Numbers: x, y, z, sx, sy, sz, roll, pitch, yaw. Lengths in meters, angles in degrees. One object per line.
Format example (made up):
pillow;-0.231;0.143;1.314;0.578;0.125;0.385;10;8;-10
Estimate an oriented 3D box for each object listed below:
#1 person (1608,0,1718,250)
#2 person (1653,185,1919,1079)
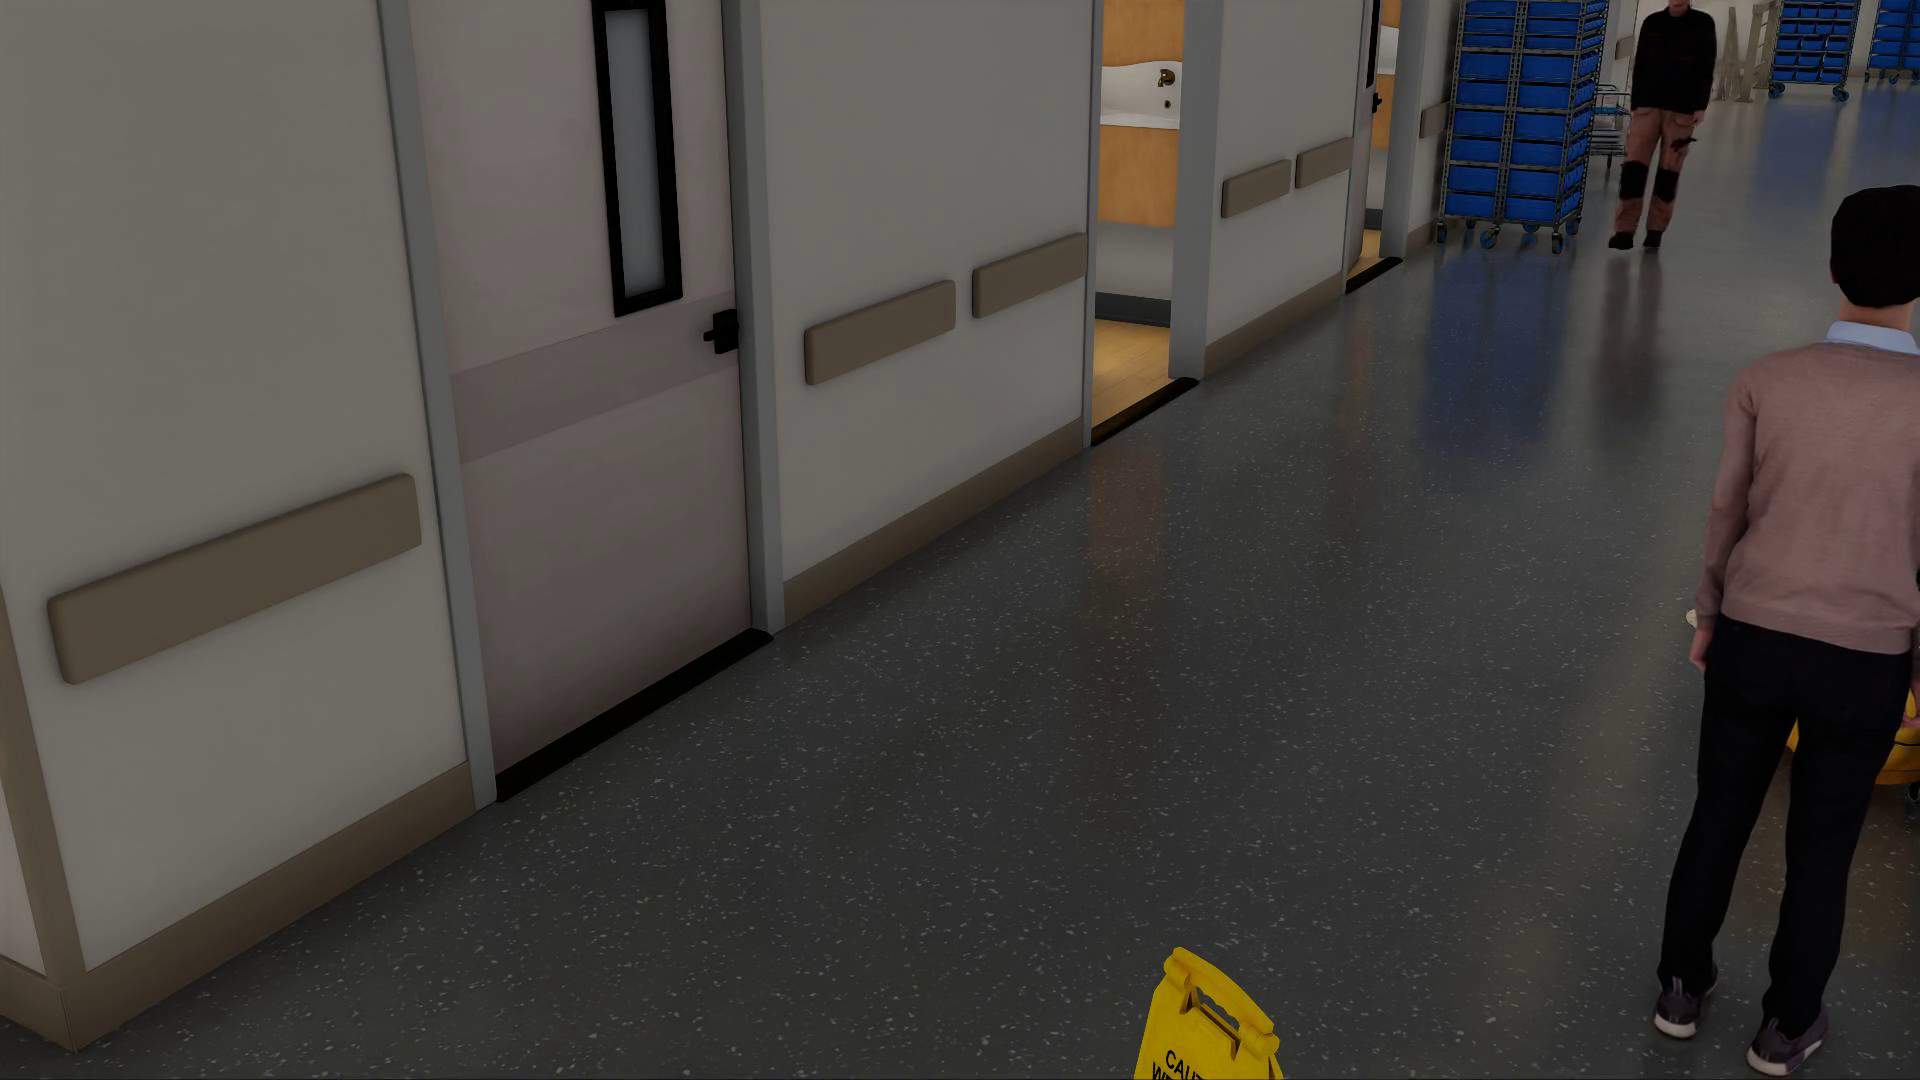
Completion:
person;4.947;-2.978;11.586;0.683;1.901;0.948;11;23;27
person;1.685;0.213;3.297;0.666;1.806;0.608;18;27;38
